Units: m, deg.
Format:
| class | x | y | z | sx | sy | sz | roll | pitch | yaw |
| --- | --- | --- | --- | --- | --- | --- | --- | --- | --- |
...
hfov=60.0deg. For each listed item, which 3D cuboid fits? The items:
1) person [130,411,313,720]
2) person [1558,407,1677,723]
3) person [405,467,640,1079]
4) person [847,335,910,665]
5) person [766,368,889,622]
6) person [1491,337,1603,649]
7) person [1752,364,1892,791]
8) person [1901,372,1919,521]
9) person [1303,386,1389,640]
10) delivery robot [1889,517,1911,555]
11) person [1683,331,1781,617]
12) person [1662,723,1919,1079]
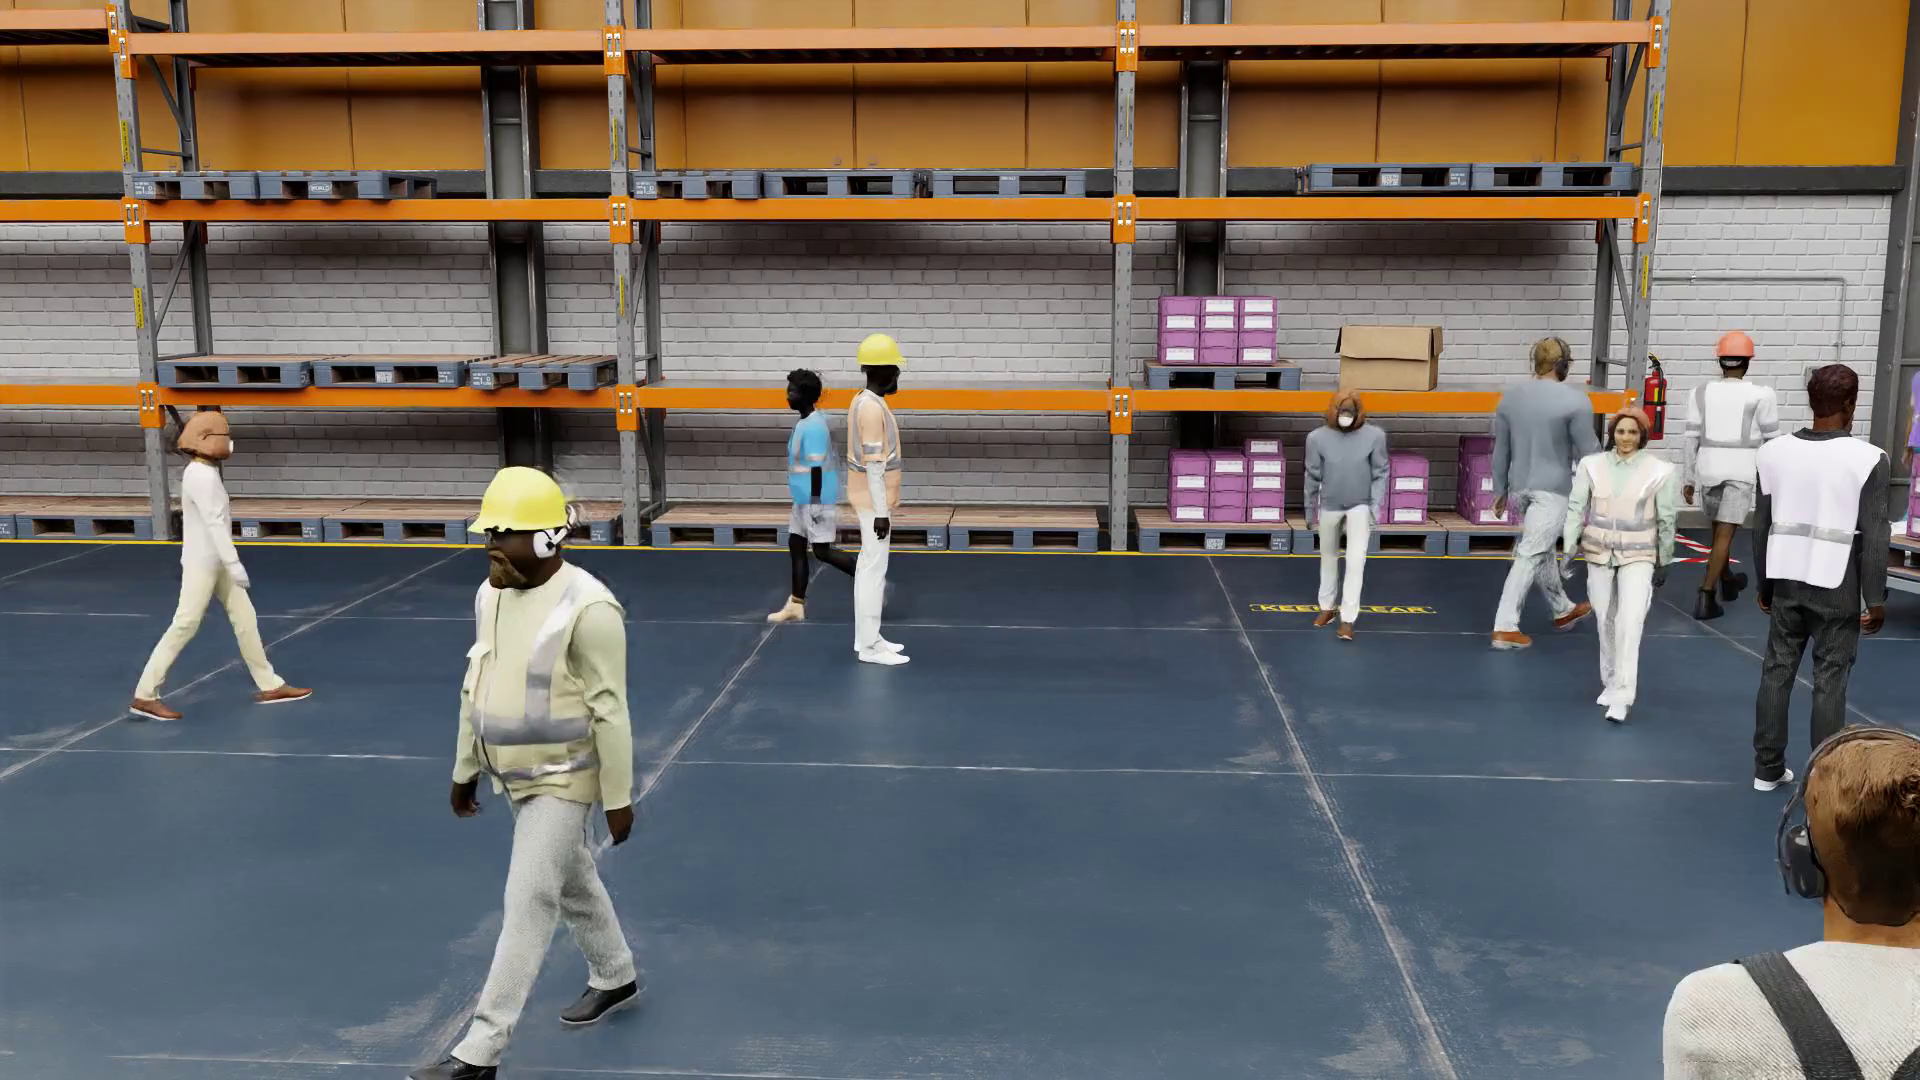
| class | x | y | z | sx | sy | sz | roll | pitch | yaw |
| --- | --- | --- | --- | --- | --- | --- | --- | --- | --- |
| person | -3.904 | 0.129 | 8.613 | 0.865 | 1.591 | 0.510 | -4 | 10 | -20 |
| person | 3.368 | 0.126 | 8.583 | 0.513 | 1.607 | 0.774 | 8 | 12 | 38 |
| person | -1.277 | 0.674 | 4.851 | 0.607 | 1.780 | 0.904 | 9 | 14 | 44 |
| person | -0.478 | -0.237 | 9.755 | 0.366 | 1.926 | 0.594 | -1 | 10 | -7 |
| person | -0.865 | -0.278 | 10.763 | 0.726 | 1.677 | 0.542 | -3 | 10 | -14 |
| person | 3.622 | -0.295 | 10.209 | 1.036 | 1.881 | 0.651 | -5 | 11 | -28 |
| person | 3.733 | 0.194 | 7.259 | 0.391 | 1.920 | 0.593 | -6 | 12 | -33 |
| person | 7.580 | -0.713 | 12.909 | 0.935 | 1.804 | 0.560 | -2 | 10 | -14 |
| person | 2.402 | -0.173 | 10.397 | 0.515 | 1.569 | 0.835 | 3 | 10 | 17 |
| delivery robot | 6.925 | 0.020 | 11.991 | 0.477 | 0.478 | 0.707 | -6 | 11 | -31 |
| person | 5.166 | -0.447 | 11.148 | 0.558 | 1.879 | 1.035 | 10 | 14 | 44 |
| person | 1.182 | 1.130 | 2.204 | 0.514 | 1.793 | 1.000 | 5 | 11 | 28 |
